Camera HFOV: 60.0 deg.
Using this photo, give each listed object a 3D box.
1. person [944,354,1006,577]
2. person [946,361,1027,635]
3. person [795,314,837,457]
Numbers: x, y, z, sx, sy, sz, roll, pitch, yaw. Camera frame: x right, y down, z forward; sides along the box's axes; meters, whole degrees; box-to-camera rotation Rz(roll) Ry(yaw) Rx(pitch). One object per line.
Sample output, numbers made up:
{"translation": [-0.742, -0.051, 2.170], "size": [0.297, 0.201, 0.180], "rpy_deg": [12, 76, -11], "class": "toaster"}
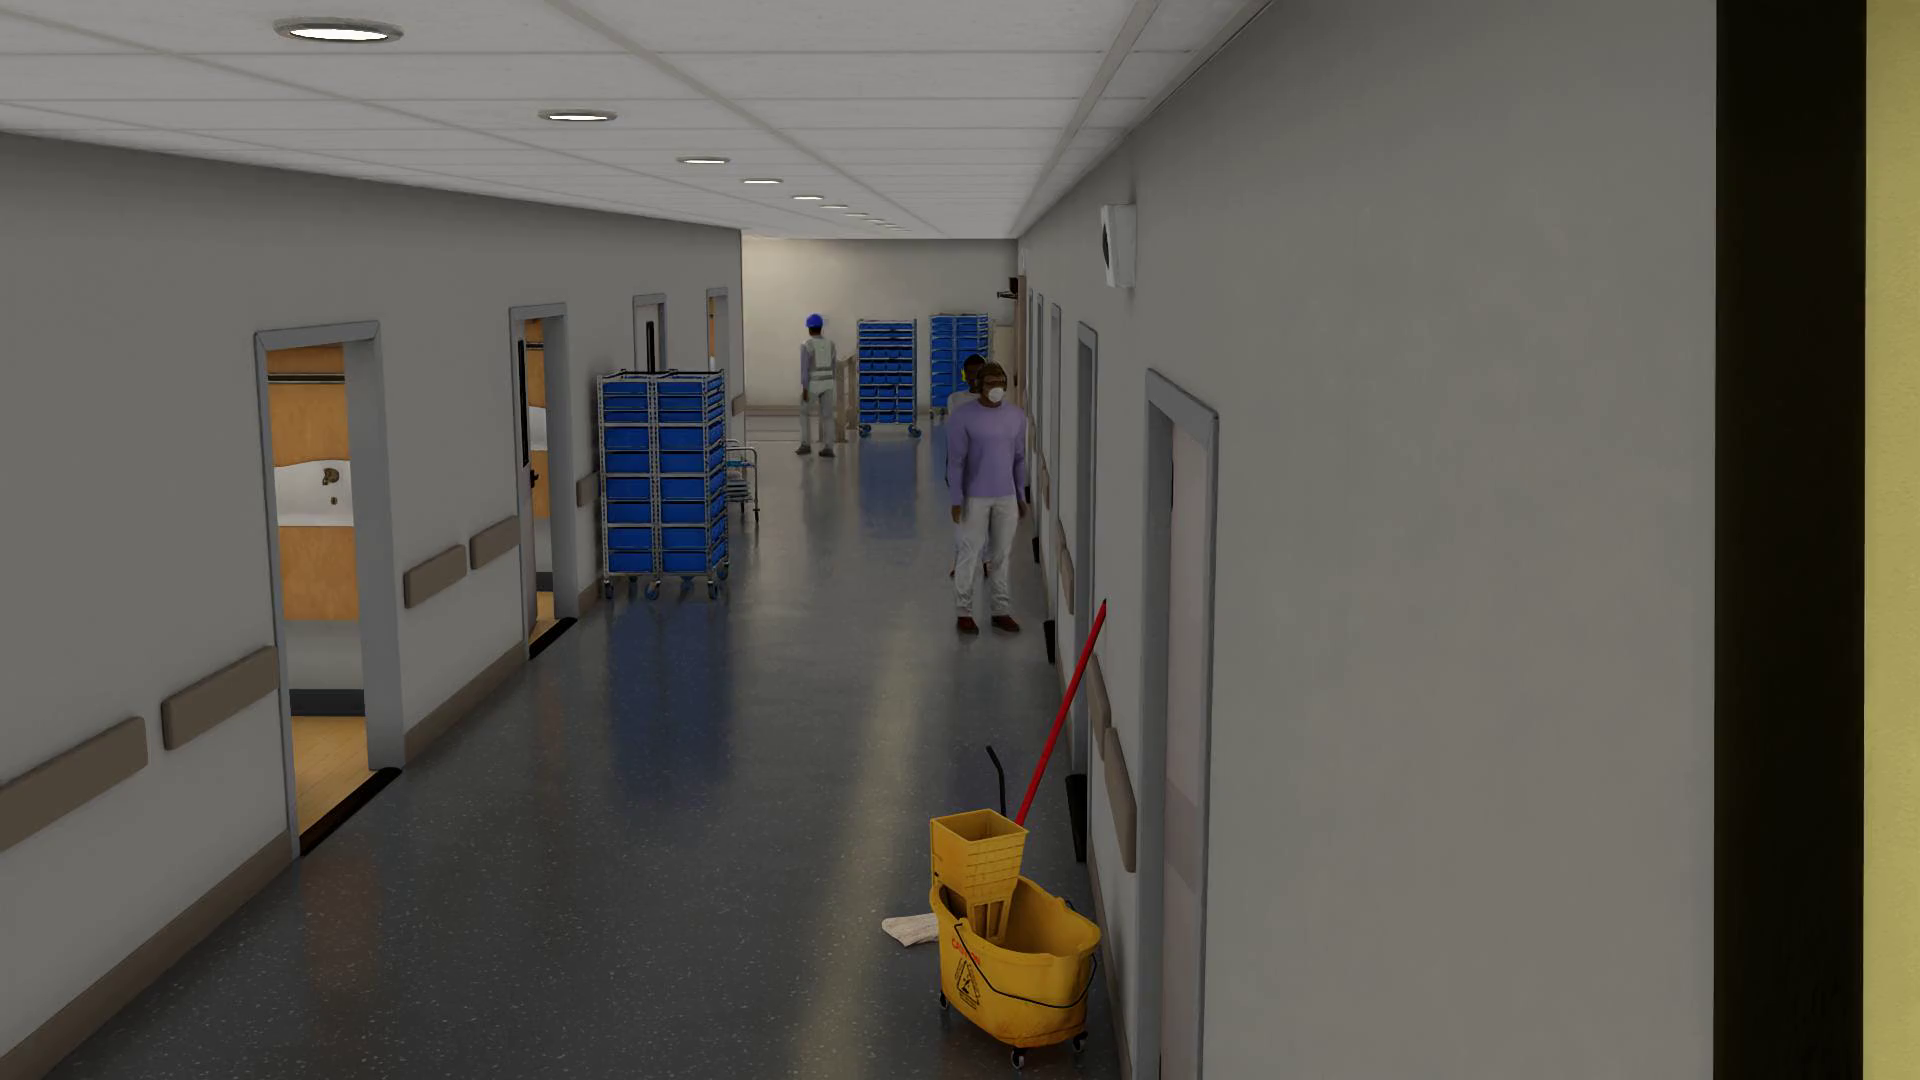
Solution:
{"translation": [0.135, -0.614, 13.854], "size": [0.533, 1.870, 0.315], "rpy_deg": [0, 9, 1], "class": "person"}
{"translation": [0.196, -0.301, 11.783], "size": [0.635, 1.938, 0.352], "rpy_deg": [-5, 11, -28], "class": "person"}
{"translation": [-1.957, -2.086, 22.517], "size": [0.625, 1.923, 0.732], "rpy_deg": [-7, 12, -37], "class": "person"}
